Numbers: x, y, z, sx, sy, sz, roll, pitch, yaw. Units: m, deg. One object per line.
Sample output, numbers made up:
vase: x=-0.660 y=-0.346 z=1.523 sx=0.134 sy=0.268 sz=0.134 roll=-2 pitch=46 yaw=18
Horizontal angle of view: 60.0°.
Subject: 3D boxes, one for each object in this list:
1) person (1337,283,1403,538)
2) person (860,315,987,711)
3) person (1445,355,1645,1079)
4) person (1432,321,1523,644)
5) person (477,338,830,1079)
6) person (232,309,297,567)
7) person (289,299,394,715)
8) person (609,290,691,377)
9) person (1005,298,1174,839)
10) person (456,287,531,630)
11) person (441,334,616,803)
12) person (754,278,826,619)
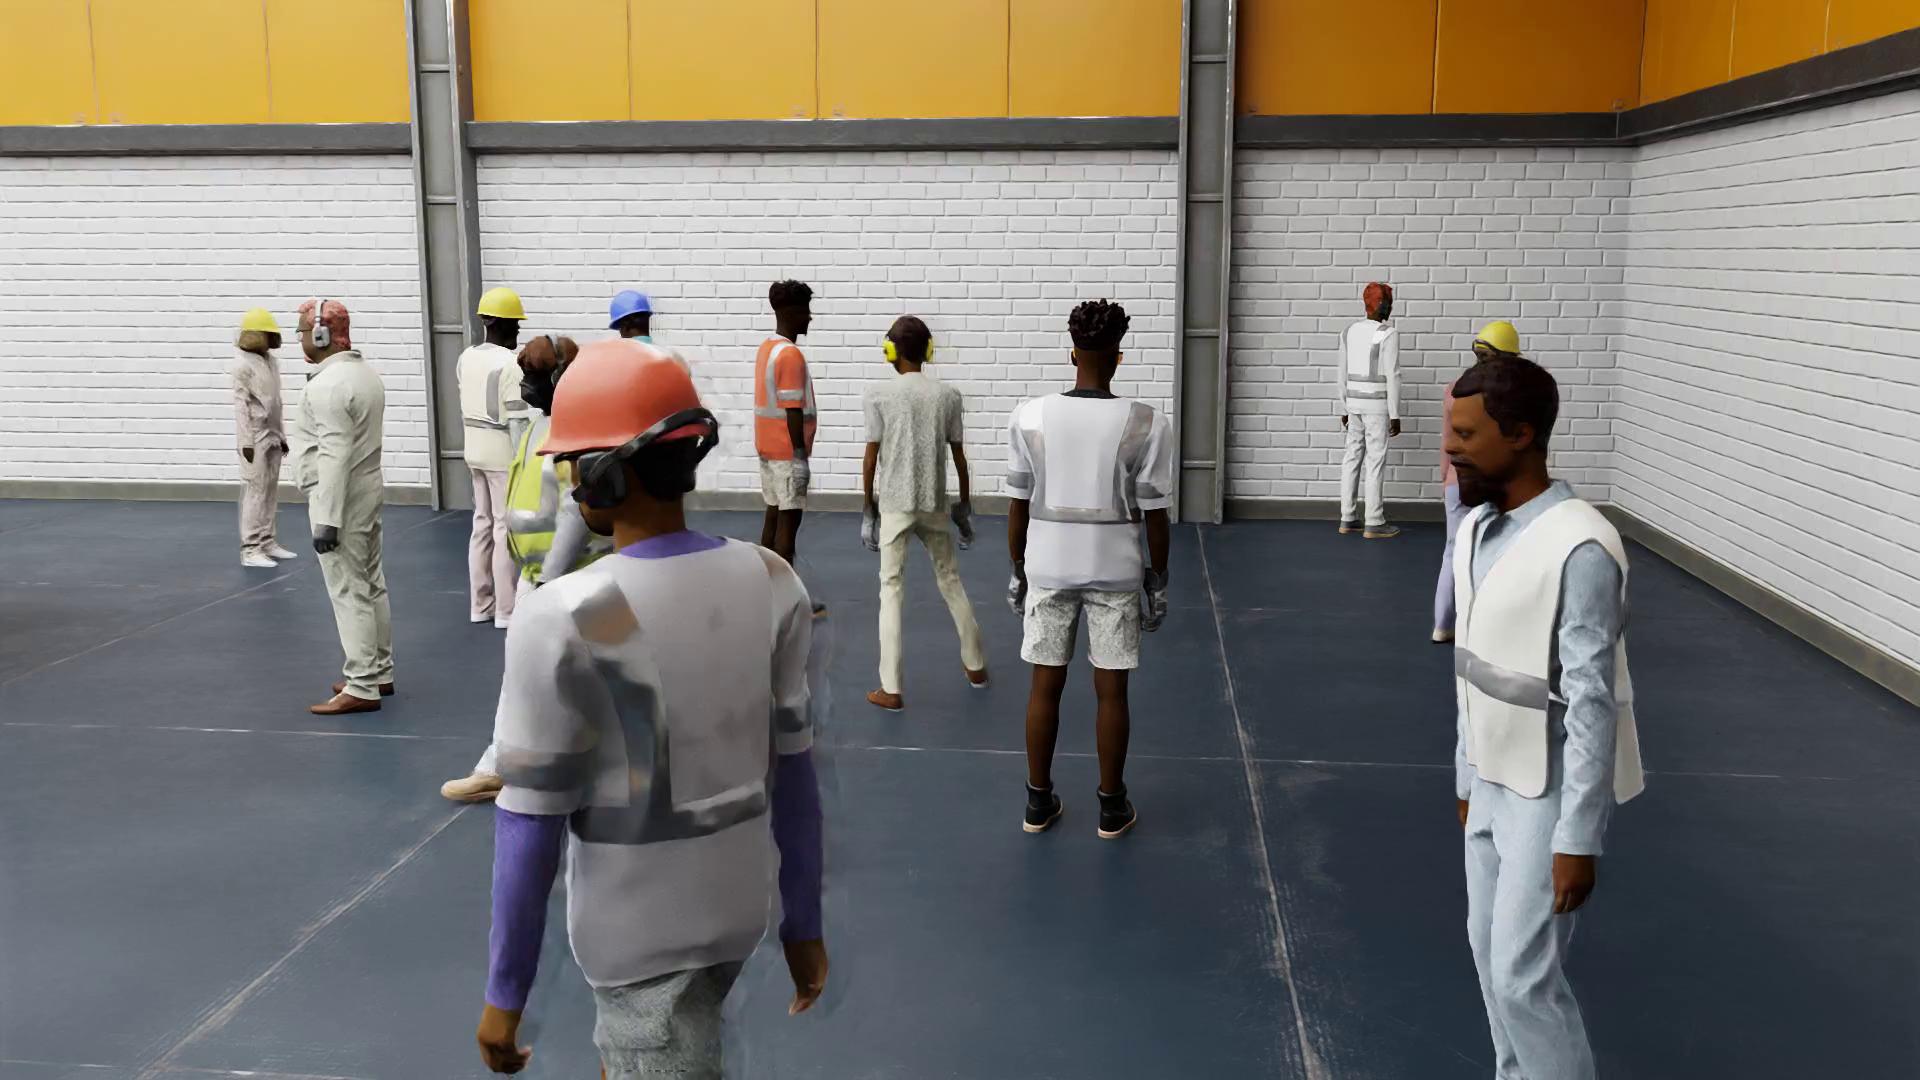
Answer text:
person: x=3.050 y=-0.961 z=12.363 sx=0.337 sy=1.882 sz=0.584 roll=-6 pitch=11 yaw=-30
person: x=-0.144 y=-0.140 z=7.859 sx=0.677 sy=1.833 sz=0.485 roll=-4 pitch=11 yaw=-22
person: x=1.253 y=0.552 z=3.655 sx=0.409 sy=1.901 sz=0.607 roll=-1 pitch=10 yaw=-5
person: x=2.777 y=-0.274 z=8.812 sx=0.342 sy=1.754 sz=0.531 roll=-7 pitch=12 yaw=-35
person: x=-0.444 y=0.655 z=2.845 sx=1.063 sy=1.994 sz=0.618 roll=7 pitch=12 yaw=34
person: x=-4.698 y=-0.690 z=11.246 sx=0.397 sy=1.727 sz=0.489 roll=1 pitch=10 yaw=7
person: x=-2.865 y=-0.153 z=7.676 sx=0.403 sy=1.904 sz=0.652 roll=-1 pitch=10 yaw=-4
person: x=-1.825 y=-0.445 z=9.369 sx=0.621 sy=1.890 sz=0.806 roll=-6 pitch=12 yaw=-32
person: x=0.463 y=0.116 z=6.001 sx=0.609 sy=1.962 sz=0.378 roll=3 pitch=10 yaw=15
person: x=-2.586 y=-0.457 z=9.389 sx=0.589 sy=1.918 sz=0.403 roll=9 pitch=13 yaw=42
person: x=-1.553 y=0.123 z=6.389 sx=0.745 sy=1.815 sz=0.631 roll=-7 pitch=12 yaw=-35
person: x=-1.001 y=-0.527 z=9.644 sx=0.361 sy=1.962 sz=0.614 roll=-4 pitch=11 yaw=-21
